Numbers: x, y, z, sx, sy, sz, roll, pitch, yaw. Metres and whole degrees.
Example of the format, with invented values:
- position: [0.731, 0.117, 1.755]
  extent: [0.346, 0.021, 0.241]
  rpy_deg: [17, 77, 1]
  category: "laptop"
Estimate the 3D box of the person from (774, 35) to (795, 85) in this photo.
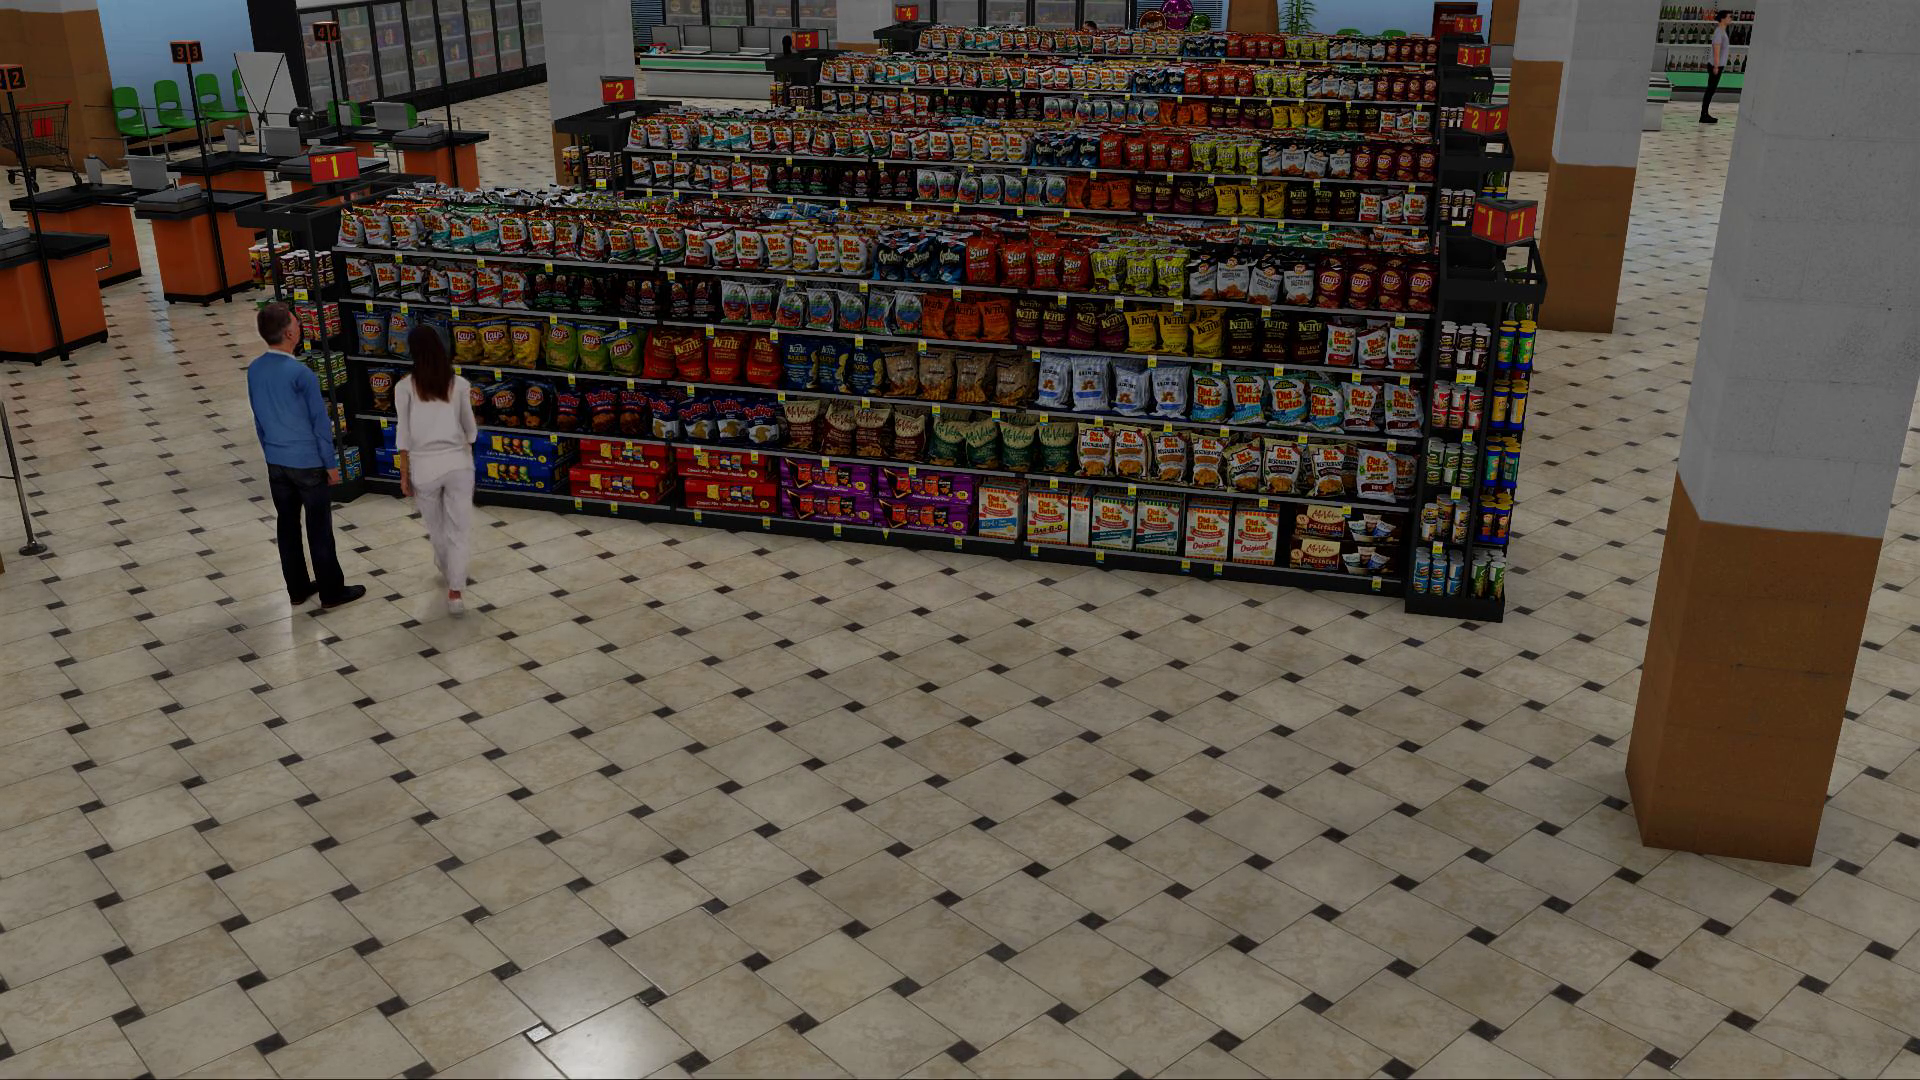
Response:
- position: [-2.707, -7.132, 26.368]
  extent: [0.634, 1.678, 0.758]
  rpy_deg: [-1, 22, -3]
  category: "person"

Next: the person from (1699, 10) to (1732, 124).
- position: [13.051, -8.185, 28.740]
  extent: [0.612, 1.863, 0.705]
  rpy_deg: [10, 24, 24]
  category: "person"

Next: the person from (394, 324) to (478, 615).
- position: [-2.967, -0.363, 9.569]
  extent: [1.046, 1.643, 1.034]
  rpy_deg: [-9, 24, -22]
  category: "person"

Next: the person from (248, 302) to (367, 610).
- position: [-3.841, -0.484, 9.631]
  extent: [0.532, 1.820, 0.729]
  rpy_deg: [8, 23, 19]
  category: "person"
